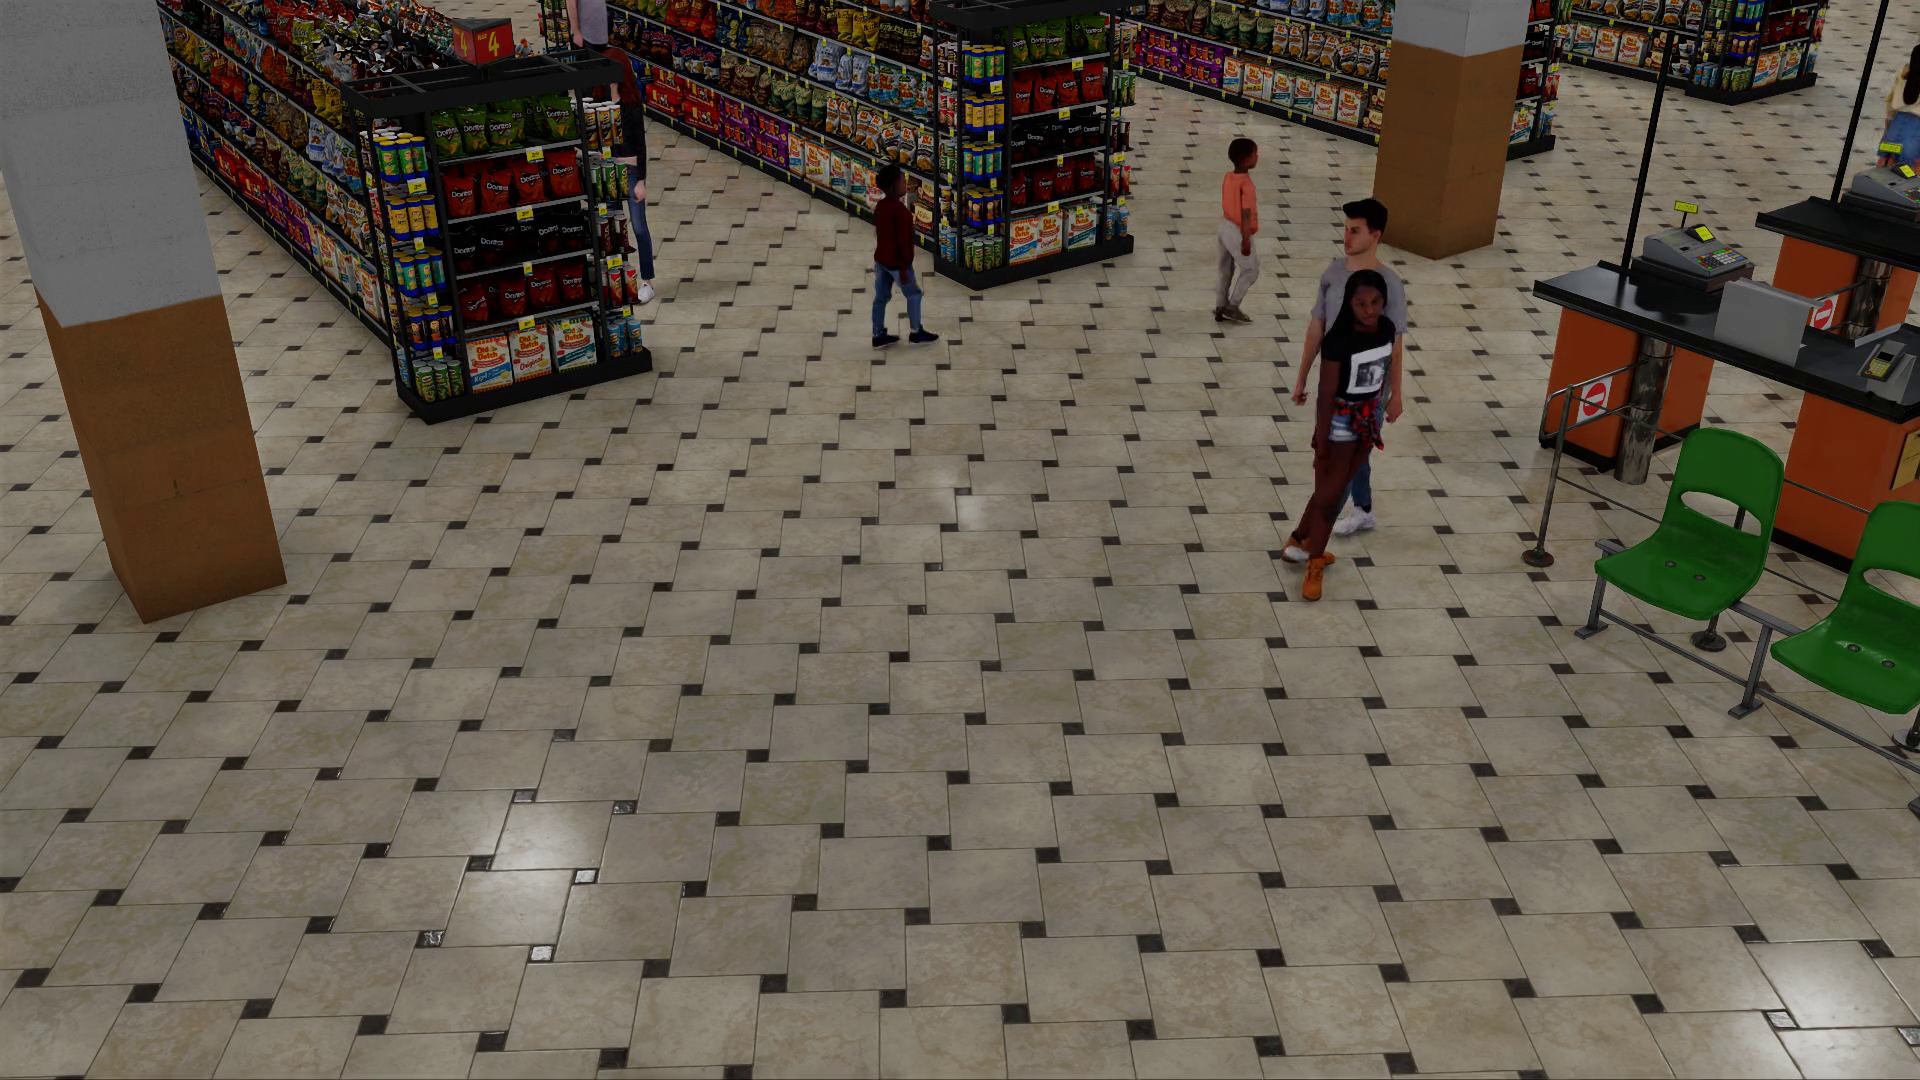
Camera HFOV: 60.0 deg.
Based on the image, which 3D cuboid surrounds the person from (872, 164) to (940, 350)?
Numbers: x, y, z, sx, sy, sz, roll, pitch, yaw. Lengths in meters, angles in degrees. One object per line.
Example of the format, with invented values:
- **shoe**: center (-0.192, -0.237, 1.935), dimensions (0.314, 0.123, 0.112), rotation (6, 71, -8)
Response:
- **person**: center (-0.493, -1.844, 11.018), dimensions (0.572, 1.242, 0.584), rotation (-19, 34, -31)

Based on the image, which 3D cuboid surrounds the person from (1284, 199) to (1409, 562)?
- **person**: center (2.090, -0.822, 8.503), dimensions (0.767, 1.859, 0.929), rotation (-17, 33, -29)

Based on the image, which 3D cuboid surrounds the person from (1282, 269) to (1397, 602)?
- **person**: center (1.869, -0.521, 8.124), dimensions (0.731, 1.694, 0.624), rotation (22, 35, 34)

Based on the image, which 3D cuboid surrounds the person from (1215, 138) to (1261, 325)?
- **person**: center (1.846, -2.101, 11.423), dimensions (0.610, 1.304, 0.495), rotation (-10, 30, -17)

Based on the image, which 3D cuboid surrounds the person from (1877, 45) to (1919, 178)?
- **person**: center (7.298, -3.089, 12.928), dimensions (0.779, 1.597, 1.061), rotation (-15, 32, -25)

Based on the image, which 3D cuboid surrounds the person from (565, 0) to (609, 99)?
- **person**: center (-3.568, -4.889, 15.974), dimensions (0.783, 1.838, 0.757), rotation (10, 30, 17)

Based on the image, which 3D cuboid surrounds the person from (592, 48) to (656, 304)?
- **person**: center (-2.392, -2.569, 11.779), dimensions (0.639, 1.787, 0.727), rotation (11, 31, 20)
